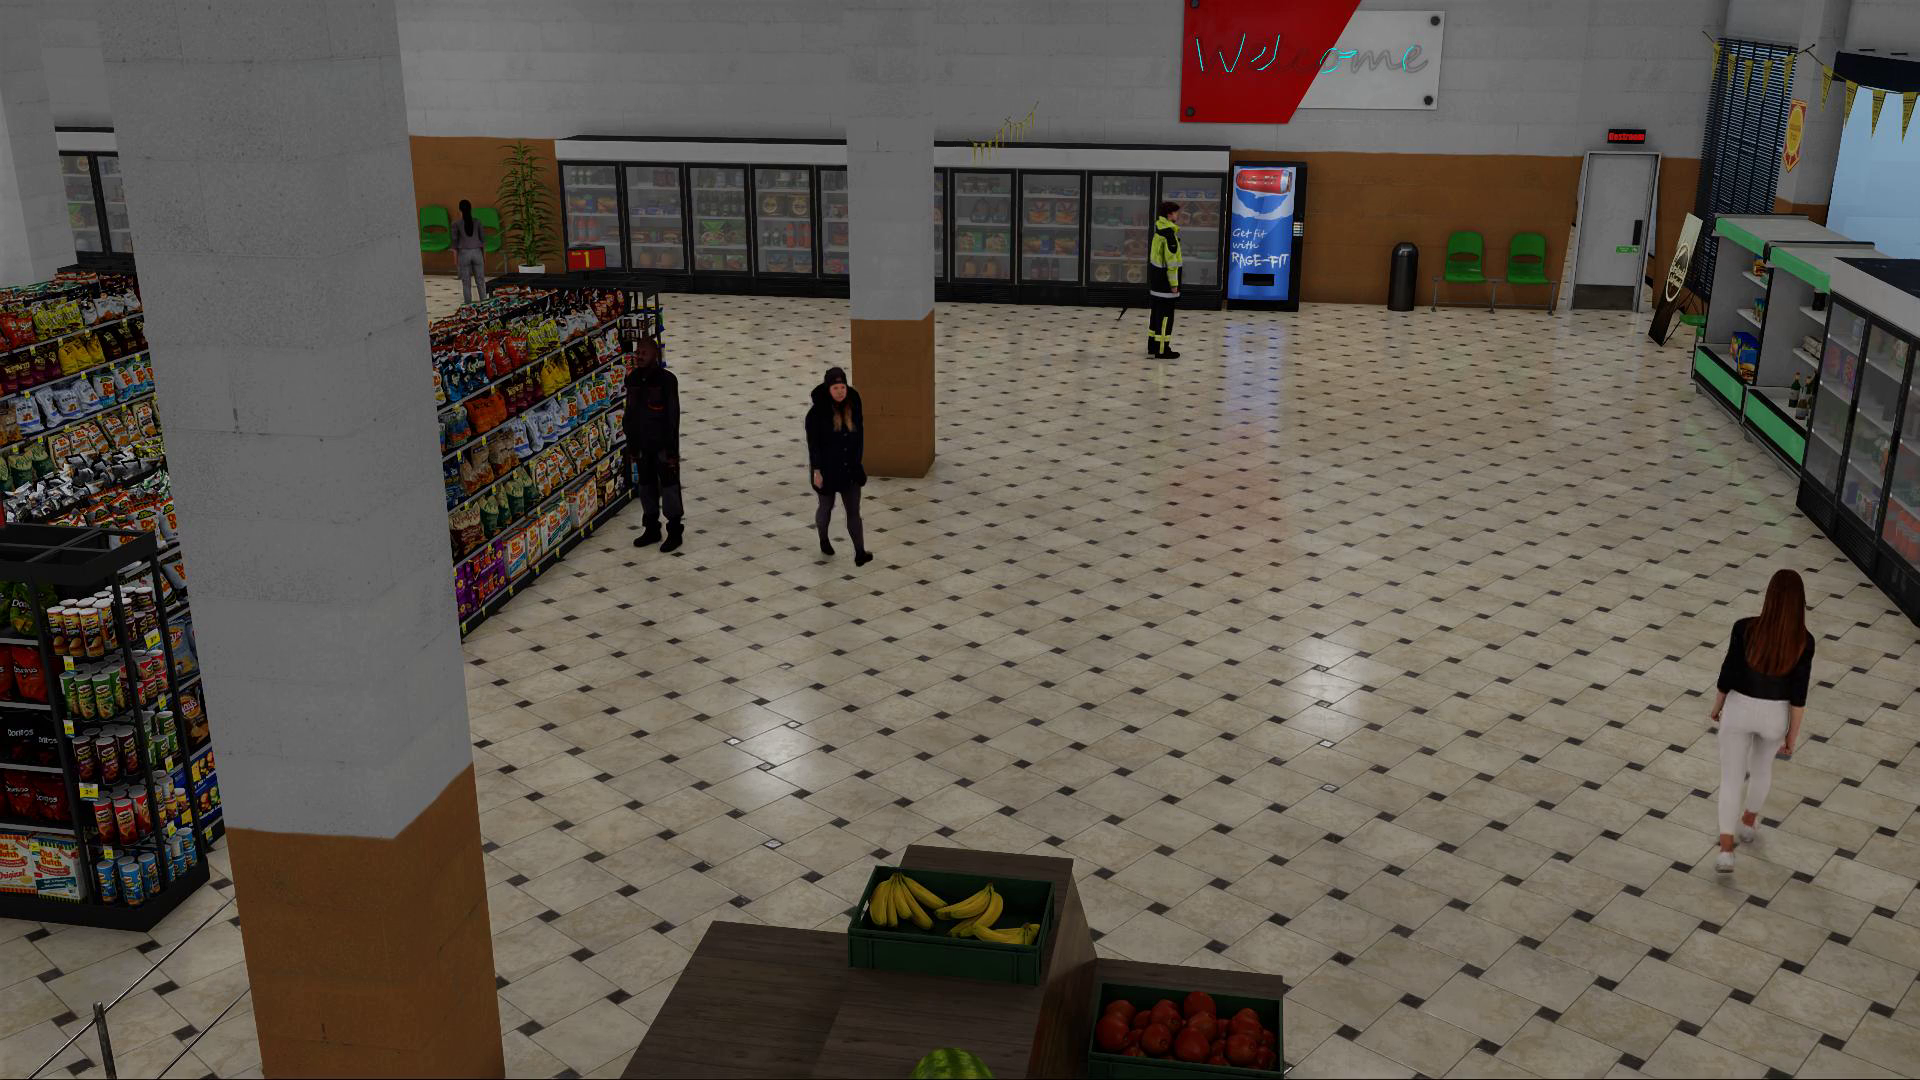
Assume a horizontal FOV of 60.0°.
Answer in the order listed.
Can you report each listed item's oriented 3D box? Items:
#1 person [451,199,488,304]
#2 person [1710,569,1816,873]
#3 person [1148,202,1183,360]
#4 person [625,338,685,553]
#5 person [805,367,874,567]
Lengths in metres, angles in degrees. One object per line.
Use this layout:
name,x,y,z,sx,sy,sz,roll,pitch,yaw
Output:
person,-7.017,-4.034,23.833,0.727,1.678,0.762,-8,20,-23
person,4.254,0.996,8.917,0.779,1.676,1.160,8,20,22
person,2.624,-3.339,21.297,0.916,1.982,0.734,-3,19,-10
person,-2.567,-0.828,14.108,0.726,1.817,0.659,7,20,20
person,-1.060,-0.610,13.744,1.021,1.636,1.154,-9,21,-24
